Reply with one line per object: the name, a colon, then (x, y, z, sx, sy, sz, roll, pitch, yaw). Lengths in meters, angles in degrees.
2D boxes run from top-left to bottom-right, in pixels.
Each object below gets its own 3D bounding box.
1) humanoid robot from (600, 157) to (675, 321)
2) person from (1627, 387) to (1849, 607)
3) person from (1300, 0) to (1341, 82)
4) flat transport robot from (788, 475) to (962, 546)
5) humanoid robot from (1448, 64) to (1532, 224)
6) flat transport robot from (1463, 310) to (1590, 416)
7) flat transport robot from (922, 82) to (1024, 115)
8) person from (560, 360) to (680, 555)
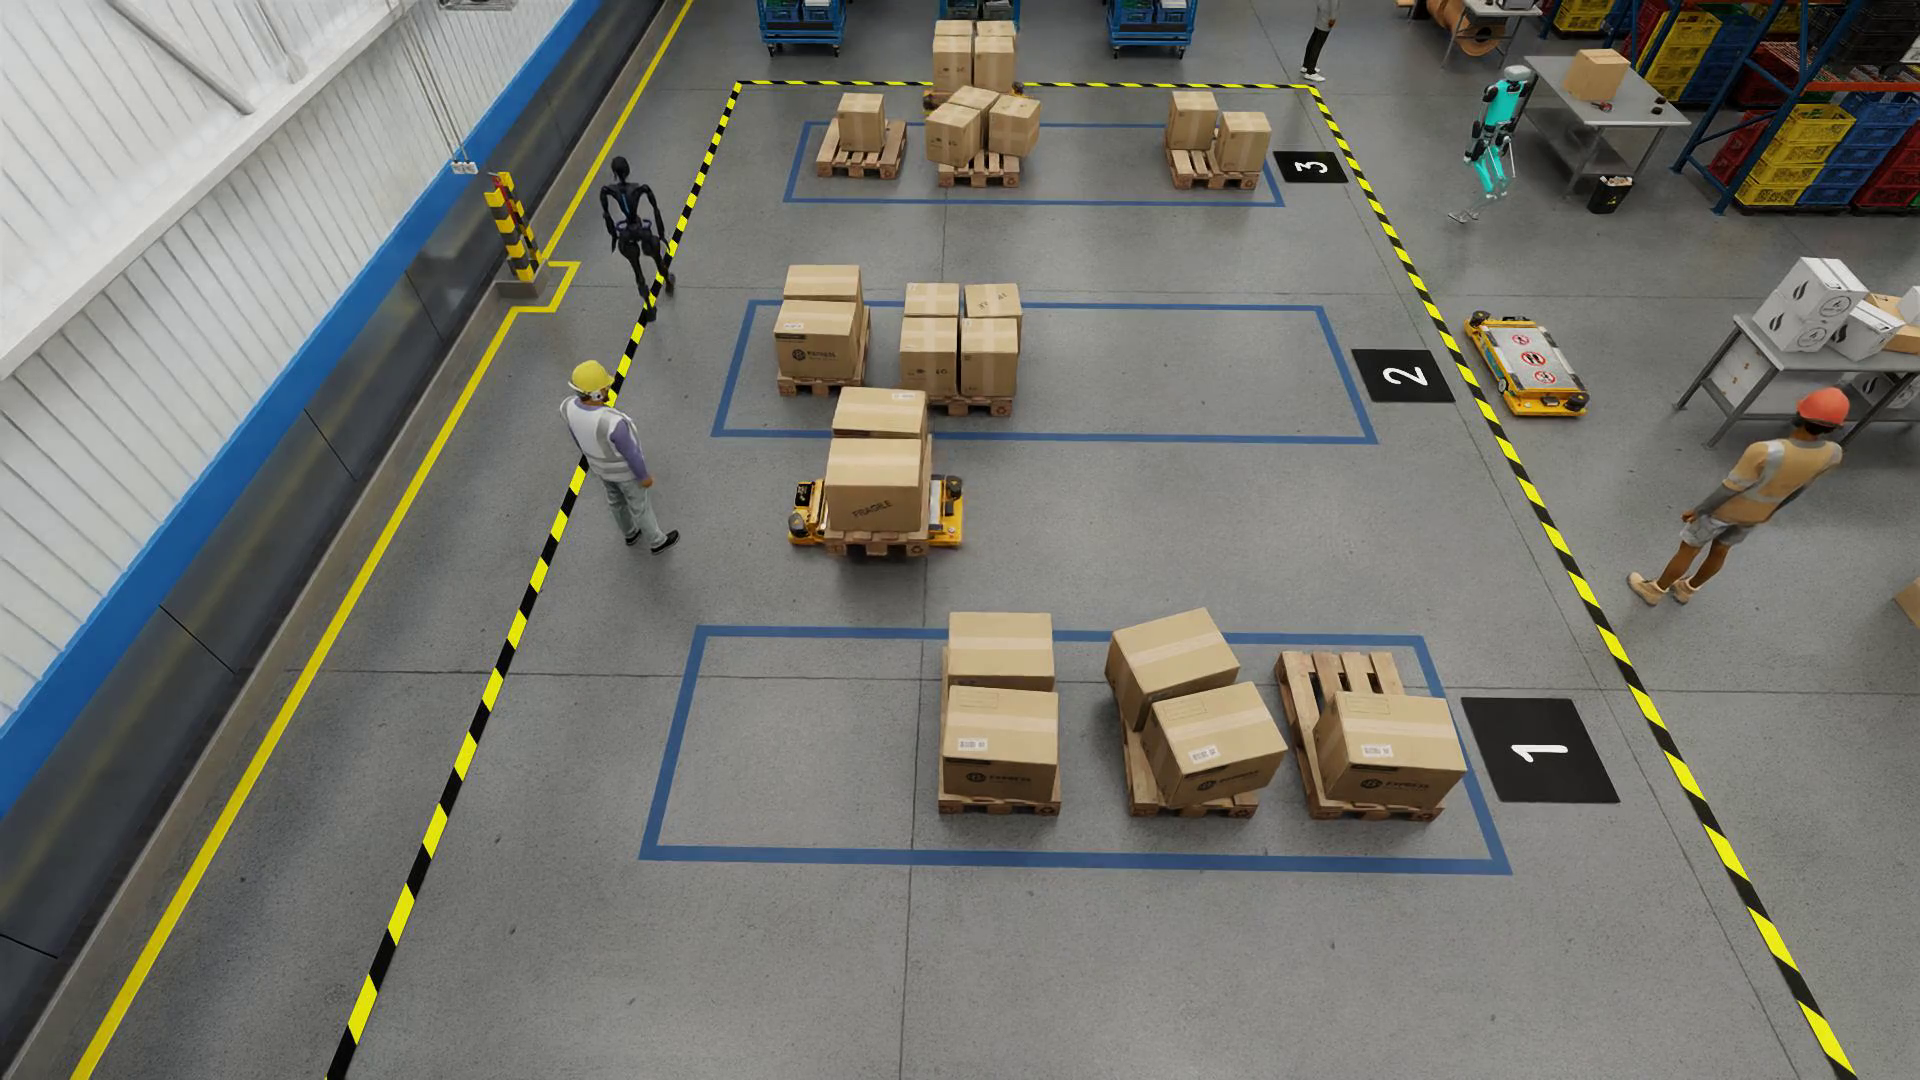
humanoid robot: (-3.283, -3.115, 9.315, 0.589, 1.634, 0.718, -7, 50, -6)
person: (5.574, -0.254, 6.582, 0.614, 2.040, 0.372, -1, 49, -1)
person: (5.253, -7.540, 13.012, 0.370, 1.852, 0.588, 3, 49, 2)
flat transport robot: (-0.699, -0.264, 7.744, 1.431, 0.197, 0.652, 1, 49, 1)
humanoid robot: (5.997, -4.313, 10.207, 0.533, 1.675, 0.735, -12, 50, -10)
flat transport robot: (5.573, -1.757, 9.054, 0.659, 0.231, 1.431, 1, 49, 1)
flat transport robot: (0.191, -6.227, 12.904, 1.431, 0.197, 0.652, 1, 49, 1)
person: (-2.614, -0.594, 7.020, 0.588, 1.821, 0.404, 23, 53, 18)
